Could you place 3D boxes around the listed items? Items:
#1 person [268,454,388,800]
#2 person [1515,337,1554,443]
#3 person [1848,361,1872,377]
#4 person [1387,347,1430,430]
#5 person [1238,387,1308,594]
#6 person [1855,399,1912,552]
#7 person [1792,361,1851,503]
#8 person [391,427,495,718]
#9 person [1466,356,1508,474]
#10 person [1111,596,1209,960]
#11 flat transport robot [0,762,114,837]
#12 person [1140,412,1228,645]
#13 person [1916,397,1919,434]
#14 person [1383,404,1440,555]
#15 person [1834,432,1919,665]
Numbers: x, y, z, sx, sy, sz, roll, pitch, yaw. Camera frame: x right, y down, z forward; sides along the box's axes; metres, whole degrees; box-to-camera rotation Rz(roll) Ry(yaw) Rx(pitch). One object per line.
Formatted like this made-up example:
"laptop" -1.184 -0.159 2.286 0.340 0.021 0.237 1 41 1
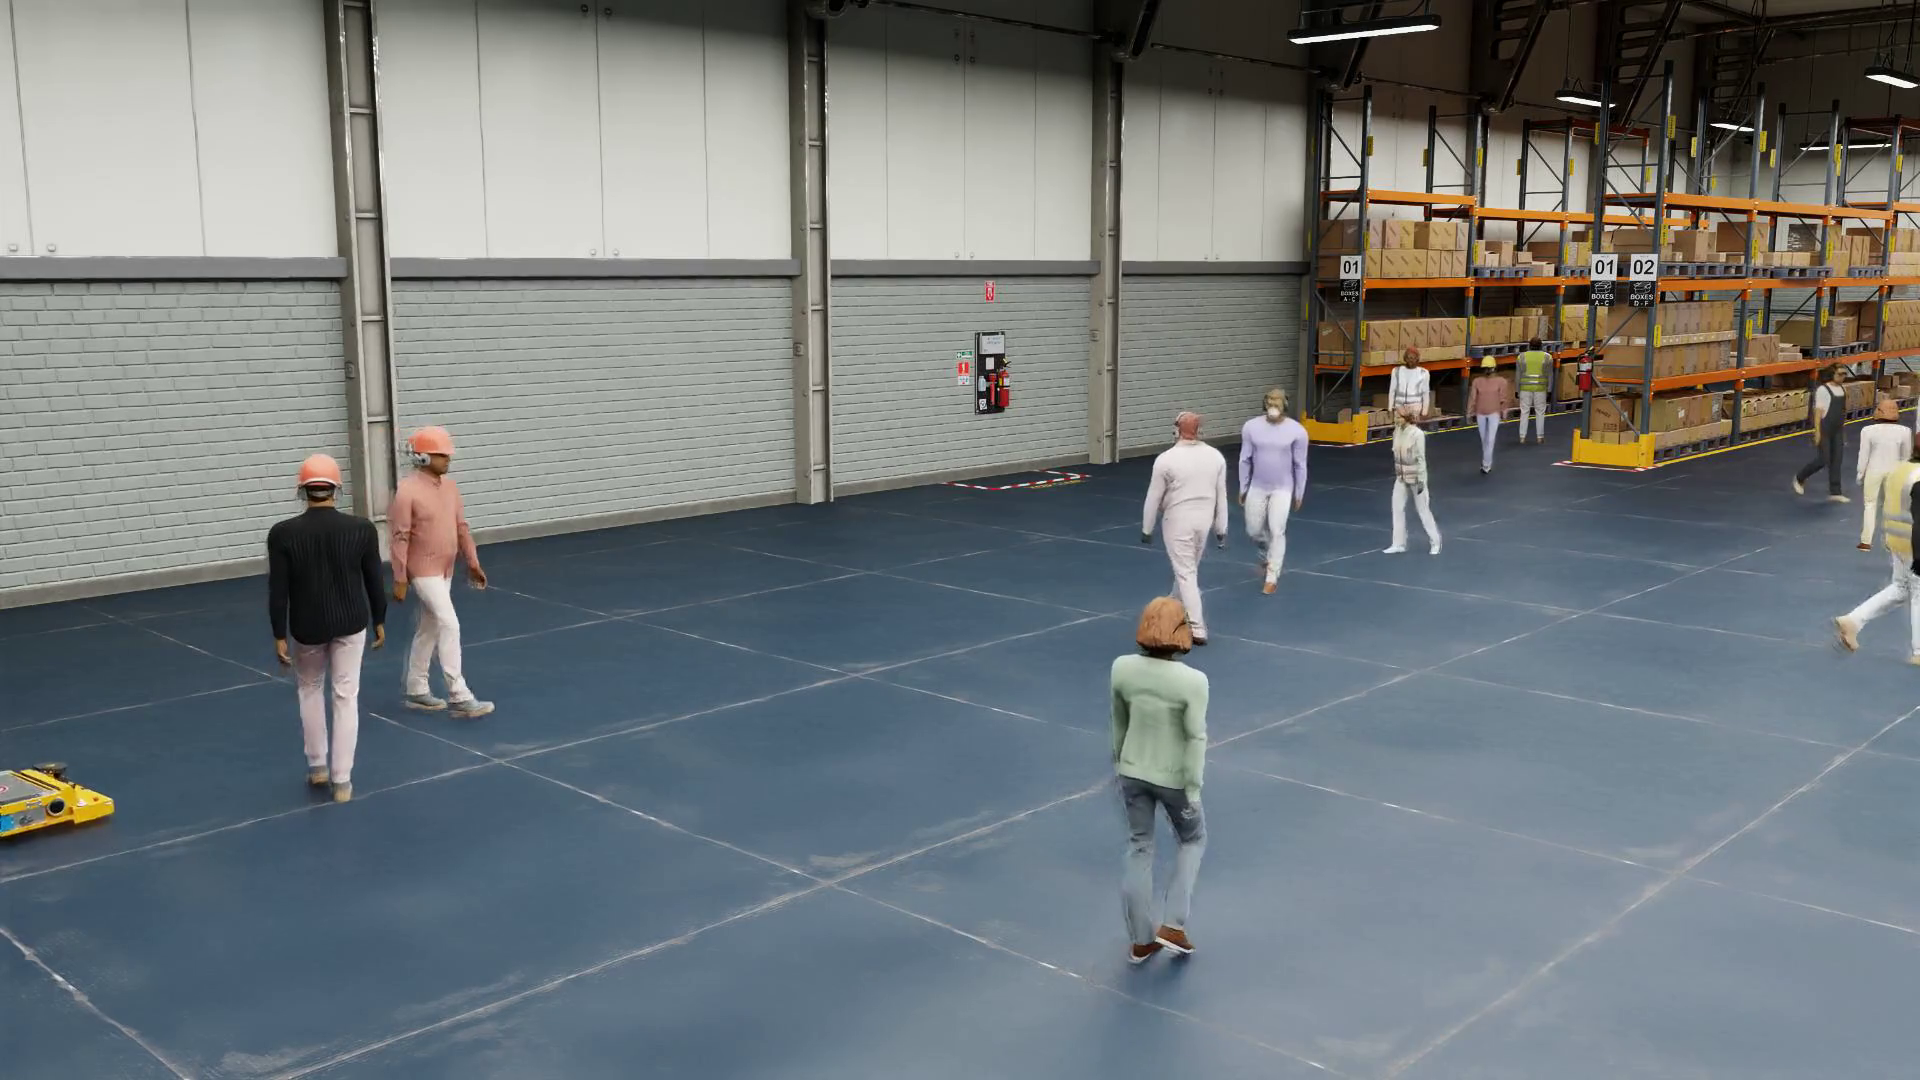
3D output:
"person" -3.652 0.477 9.649 0.639 1.965 0.754 -4 10 -21
"person" 9.917 -2.591 28.754 0.635 1.840 0.429 3 10 19
"person" 20.599 -4.124 38.113 0.889 1.836 0.593 -1 9 -7
"person" 6.760 -1.981 24.995 0.585 1.859 0.771 5 11 30
"person" 2.926 -0.470 15.559 0.645 1.928 0.537 4 10 25
"person" 9.856 -0.687 17.771 0.507 1.636 0.275 3 10 15
"person" 11.246 -1.402 21.554 0.534 1.829 0.697 -5 10 -26
"person" -3.456 0.217 11.273 0.882 1.958 0.617 2 9 11
"person" 7.686 -1.817 24.356 0.555 1.723 0.866 7 11 36
"person" 0.875 1.044 7.282 0.503 1.619 0.374 6 11 33
"flat transport robot" -5.349 1.469 8.780 0.652 0.197 1.431 7 12 37
"person" 1.795 -0.122 13.635 0.676 1.852 0.976 -4 10 -24
"person" 12.560 -1.361 21.527 0.537 1.748 0.488 -3 10 -16
"person" 4.841 -0.643 17.626 0.606 1.602 0.531 -4 10 -24
"person" 7.216 0.051 12.717 0.743 1.827 0.638 2 10 15
